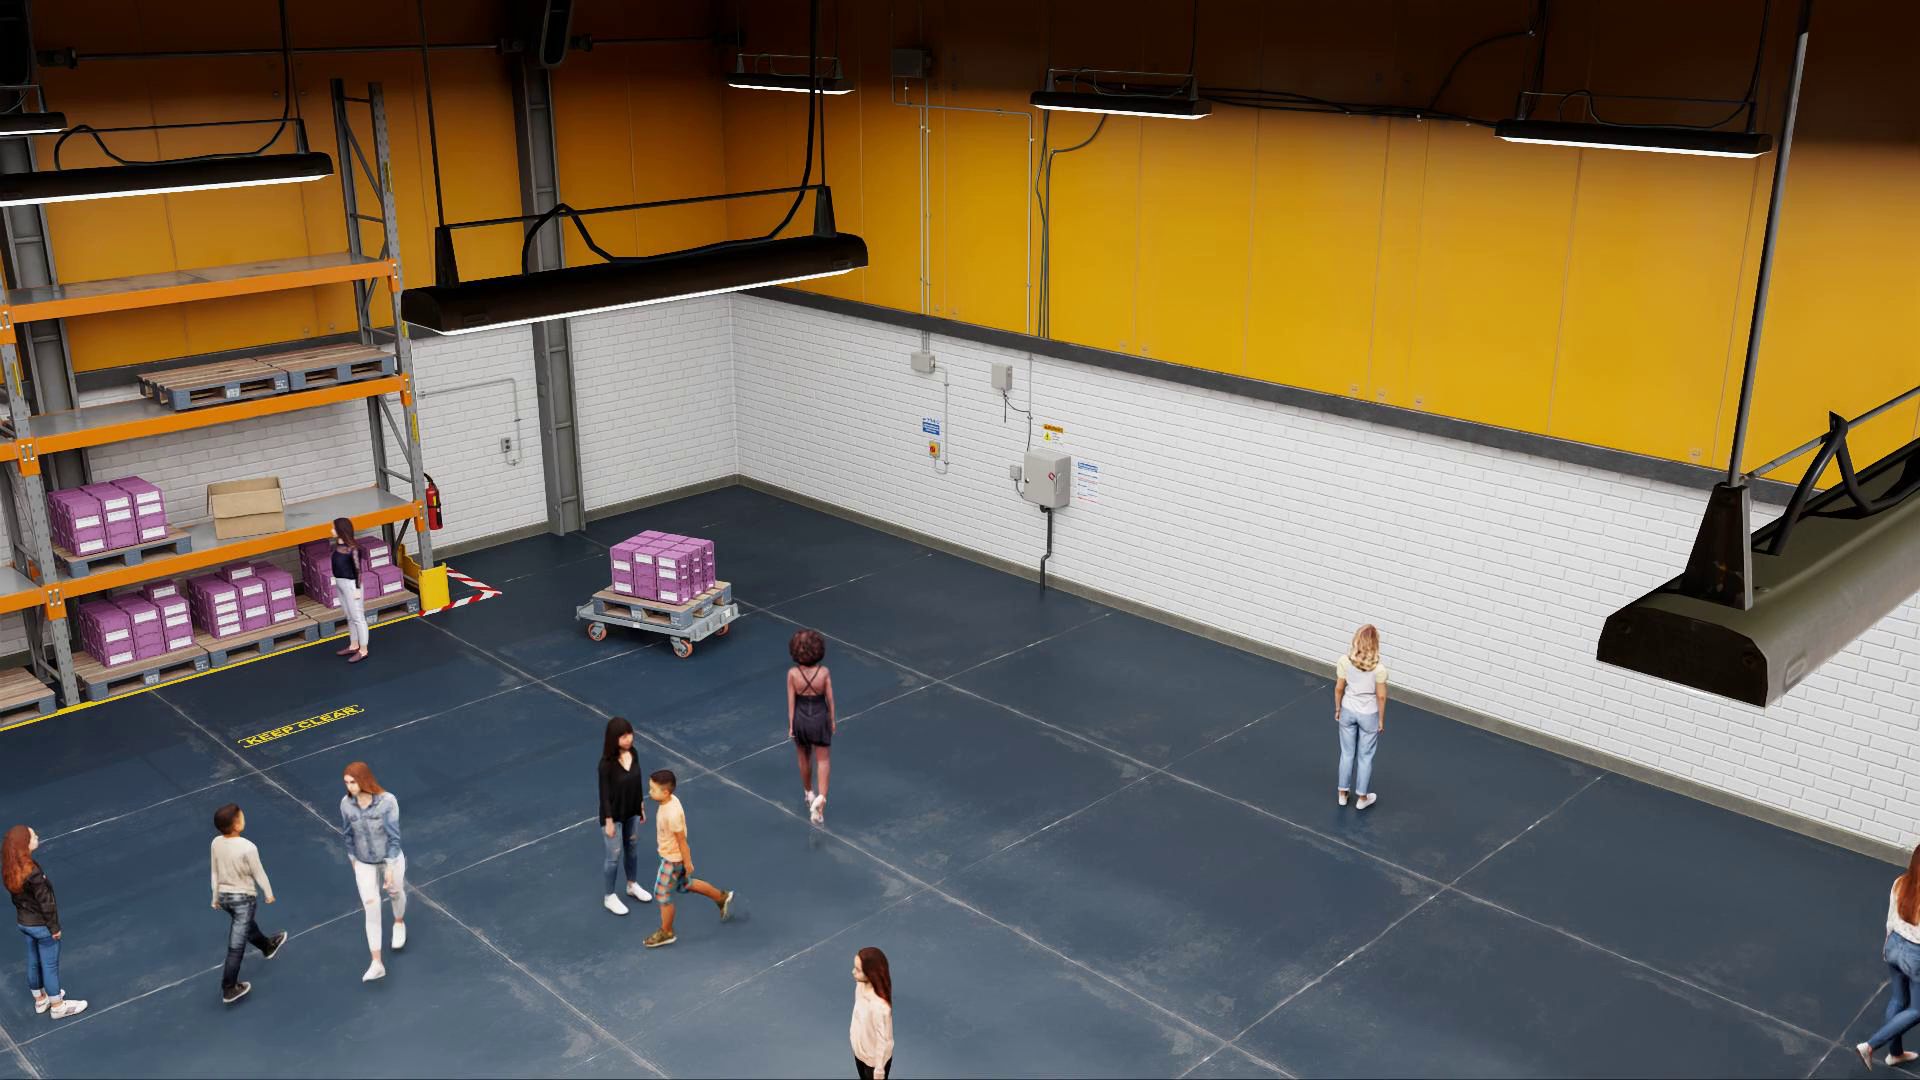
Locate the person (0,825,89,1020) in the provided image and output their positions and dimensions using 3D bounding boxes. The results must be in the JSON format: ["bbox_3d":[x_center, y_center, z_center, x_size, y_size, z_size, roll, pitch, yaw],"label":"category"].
[{"bbox_3d":[-6.522,2.683,11.740,0.613,1.484,0.591,10,21,28],"label":"person"}]

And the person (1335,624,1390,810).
[{"bbox_3d":[3.538,1.557,14.709,0.677,1.723,0.632,11,21,28],"label":"person"}]

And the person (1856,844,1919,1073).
[{"bbox_3d":[6.253,2.797,11.041,0.985,1.713,0.823,-6,20,-18],"label":"person"}]

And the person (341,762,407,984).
[{"bbox_3d":[-4.299,2.374,12.402,1.097,1.645,1.102,-2,19,-5],"label":"person"}]

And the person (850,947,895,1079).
[{"bbox_3d":[-0.542,3.172,10.287,0.620,1.484,0.633,-8,20,-23],"label":"person"}]

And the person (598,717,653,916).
[{"bbox_3d":[-2.680,2.140,13.101,0.640,1.643,0.506,13,23,34],"label":"person"}]

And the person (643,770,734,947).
[{"bbox_3d":[-2.098,2.399,12.667,1.030,1.429,0.804,-6,20,-18],"label":"person"}]

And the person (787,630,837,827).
[{"bbox_3d":[-1.286,1.654,14.351,0.997,1.767,1.024,-1,19,-4],"label":"person"}]

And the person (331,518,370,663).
[{"bbox_3d":[-6.600,0.525,17.953,0.534,1.607,0.598,-16,24,-40],"label":"person"}]

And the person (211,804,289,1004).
[{"bbox_3d":[-5.237,2.637,11.969,0.833,1.424,1.074,6,20,18],"label":"person"}]
